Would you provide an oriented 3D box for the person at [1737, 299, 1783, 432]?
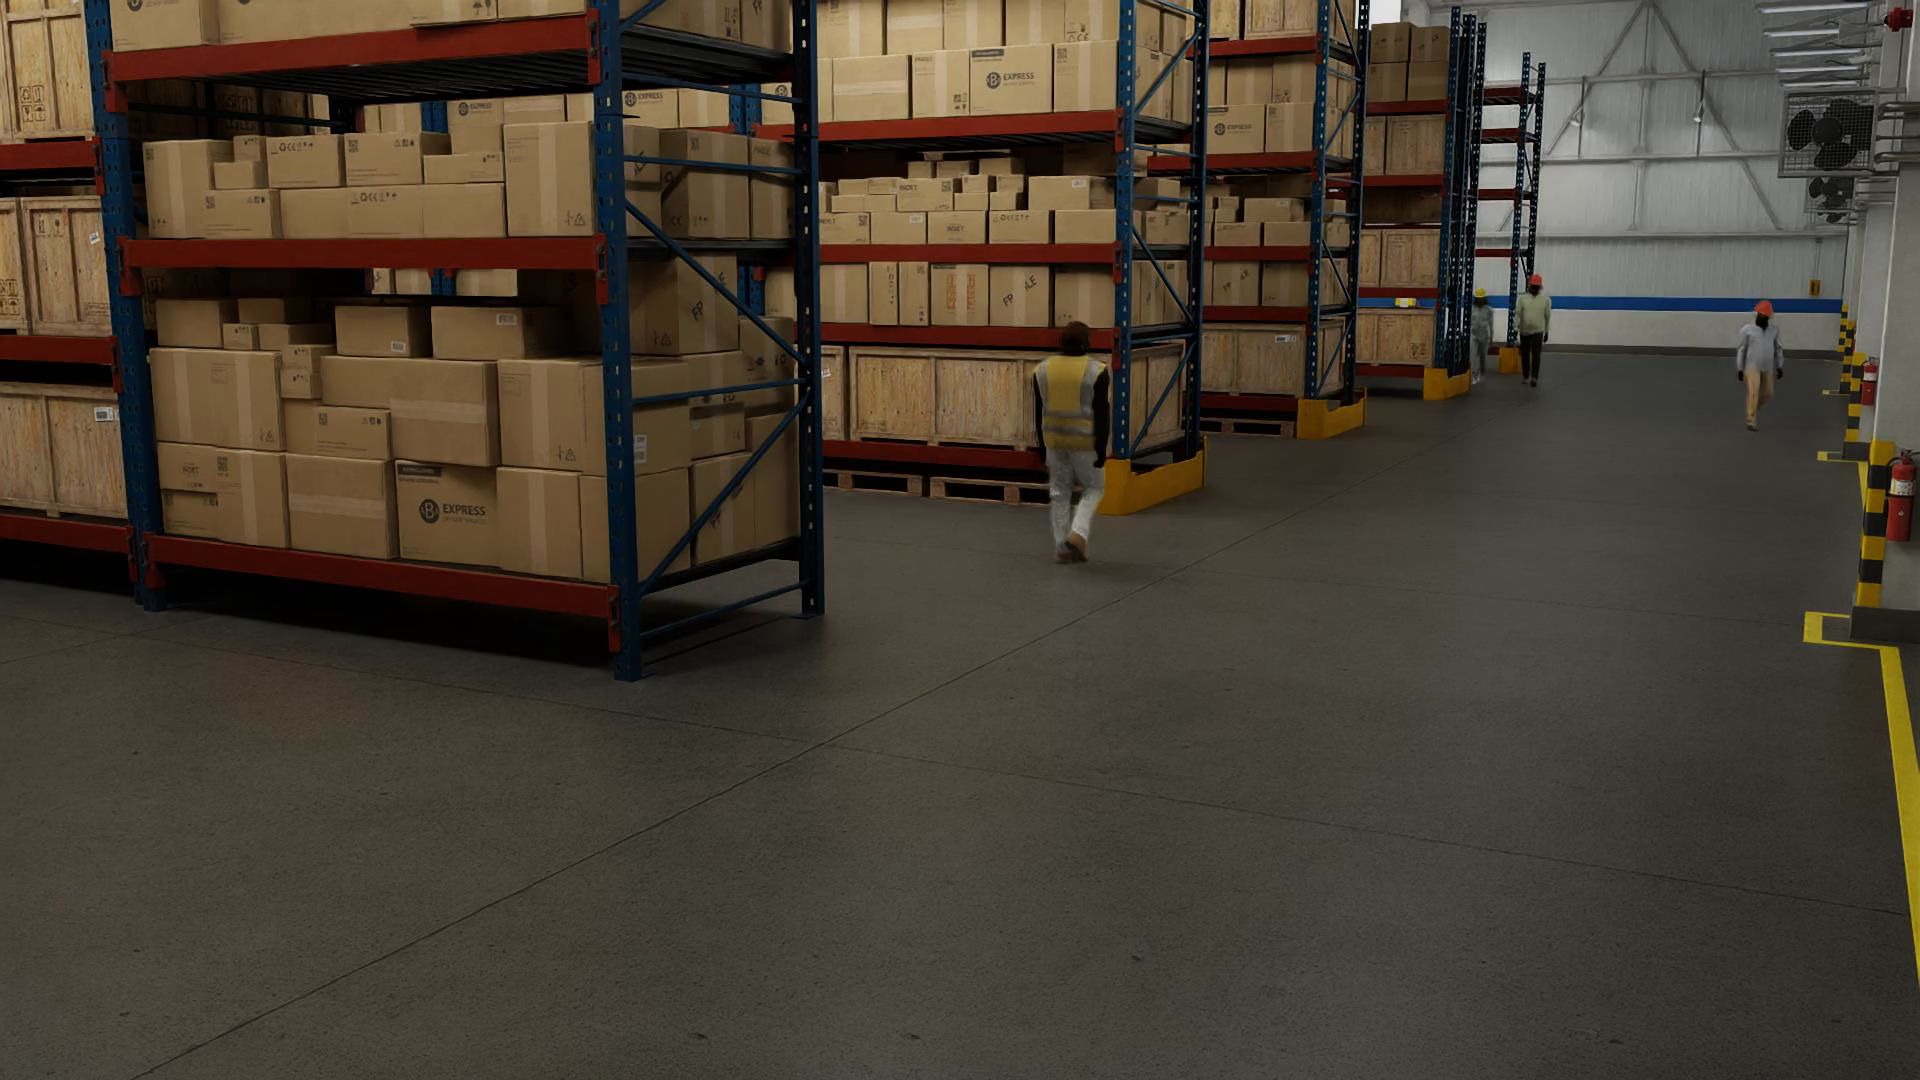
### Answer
[{"bbox_3d":[10.494,-2.299,21.868,0.576,1.734,0.569,0,10,-3],"label":"person"}]

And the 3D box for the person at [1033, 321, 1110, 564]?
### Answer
[{"bbox_3d":[0.842,-0.714,12.420,0.627,1.832,0.449,5,11,27],"label":"person"}]

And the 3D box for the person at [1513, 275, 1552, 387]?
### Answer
[{"bbox_3d":[10.058,-3.673,29.263,0.611,1.944,1.043,4,11,23],"label":"person"}]

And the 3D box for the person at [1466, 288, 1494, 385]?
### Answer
[{"bbox_3d":[9.269,-3.643,29.687,0.499,1.711,0.749,3,10,18],"label":"person"}]
